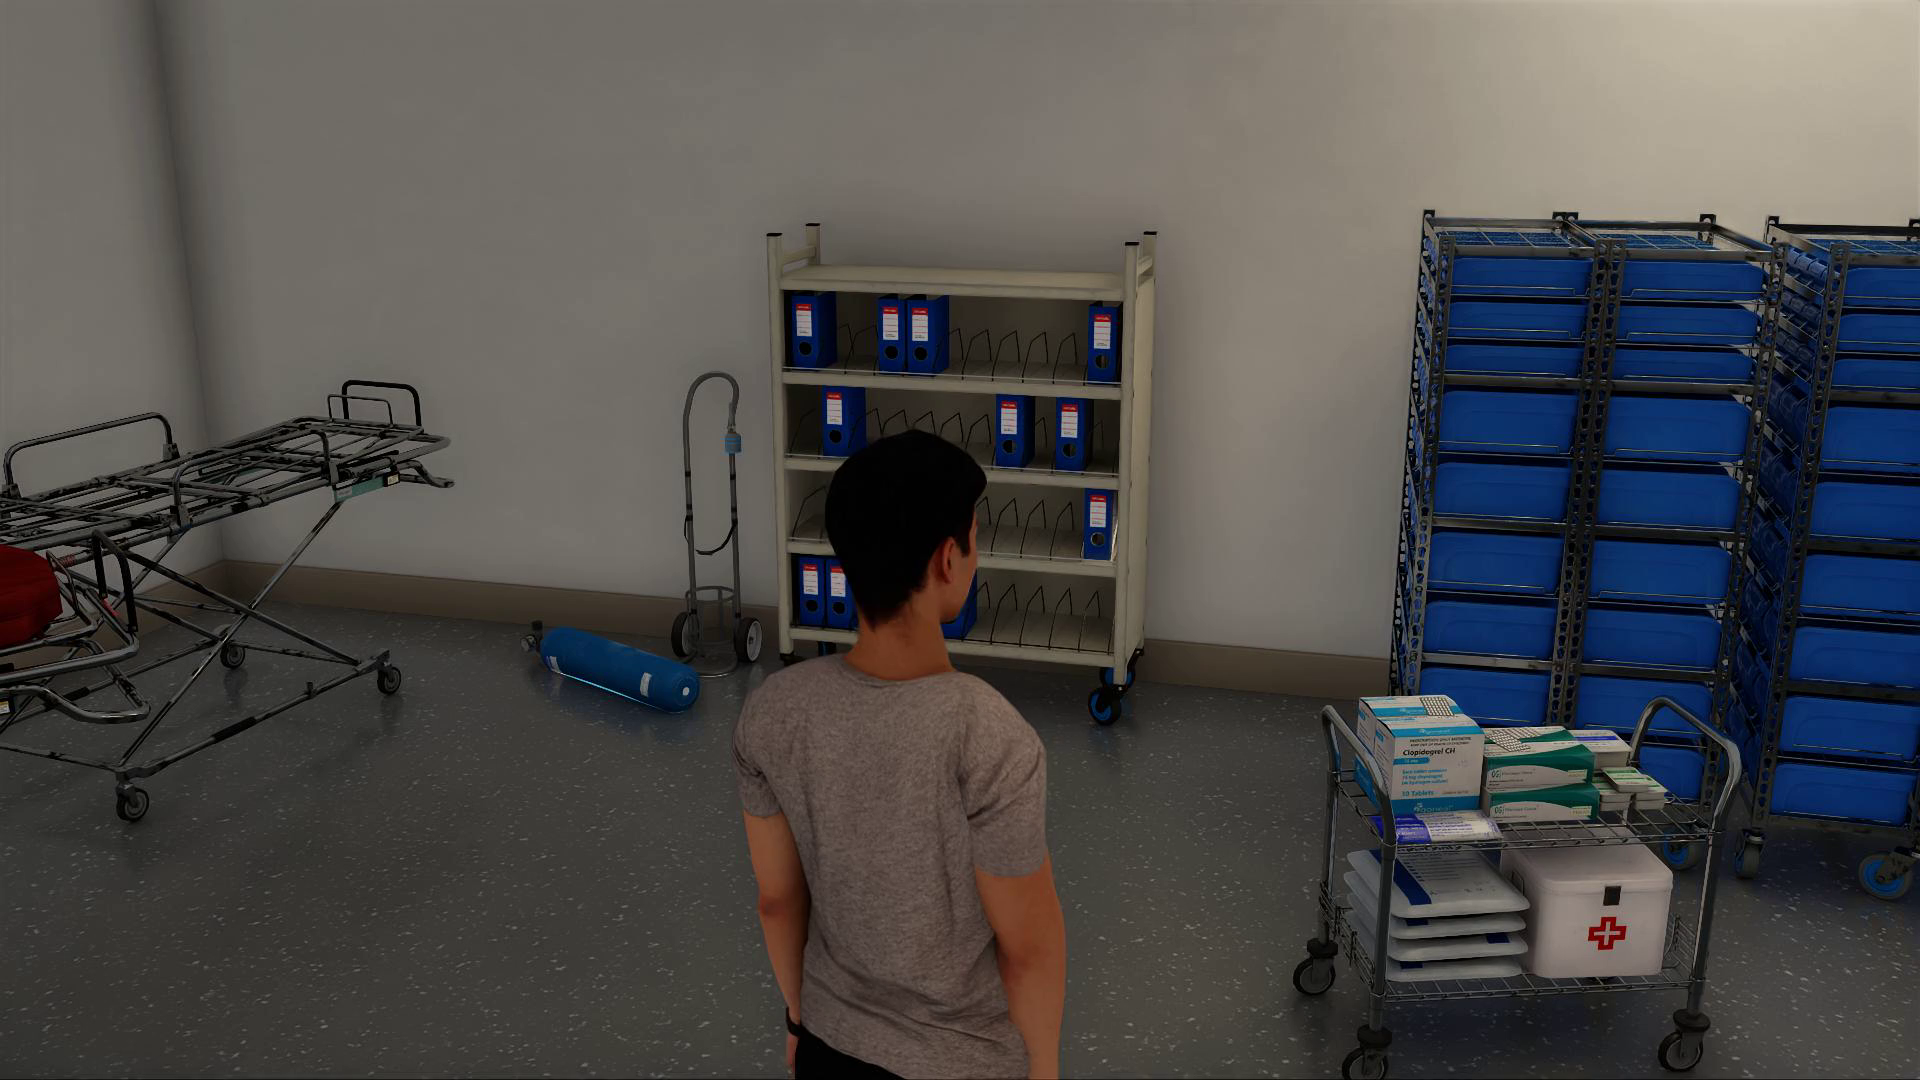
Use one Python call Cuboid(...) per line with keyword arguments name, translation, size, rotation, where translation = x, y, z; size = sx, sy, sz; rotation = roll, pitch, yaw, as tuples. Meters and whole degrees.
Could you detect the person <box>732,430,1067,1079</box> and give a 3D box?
Cuboid(name="person", translation=(-0.070, 0.696, 2.297), size=(0.646, 1.712, 0.590), rotation=(8, 18, 26))
